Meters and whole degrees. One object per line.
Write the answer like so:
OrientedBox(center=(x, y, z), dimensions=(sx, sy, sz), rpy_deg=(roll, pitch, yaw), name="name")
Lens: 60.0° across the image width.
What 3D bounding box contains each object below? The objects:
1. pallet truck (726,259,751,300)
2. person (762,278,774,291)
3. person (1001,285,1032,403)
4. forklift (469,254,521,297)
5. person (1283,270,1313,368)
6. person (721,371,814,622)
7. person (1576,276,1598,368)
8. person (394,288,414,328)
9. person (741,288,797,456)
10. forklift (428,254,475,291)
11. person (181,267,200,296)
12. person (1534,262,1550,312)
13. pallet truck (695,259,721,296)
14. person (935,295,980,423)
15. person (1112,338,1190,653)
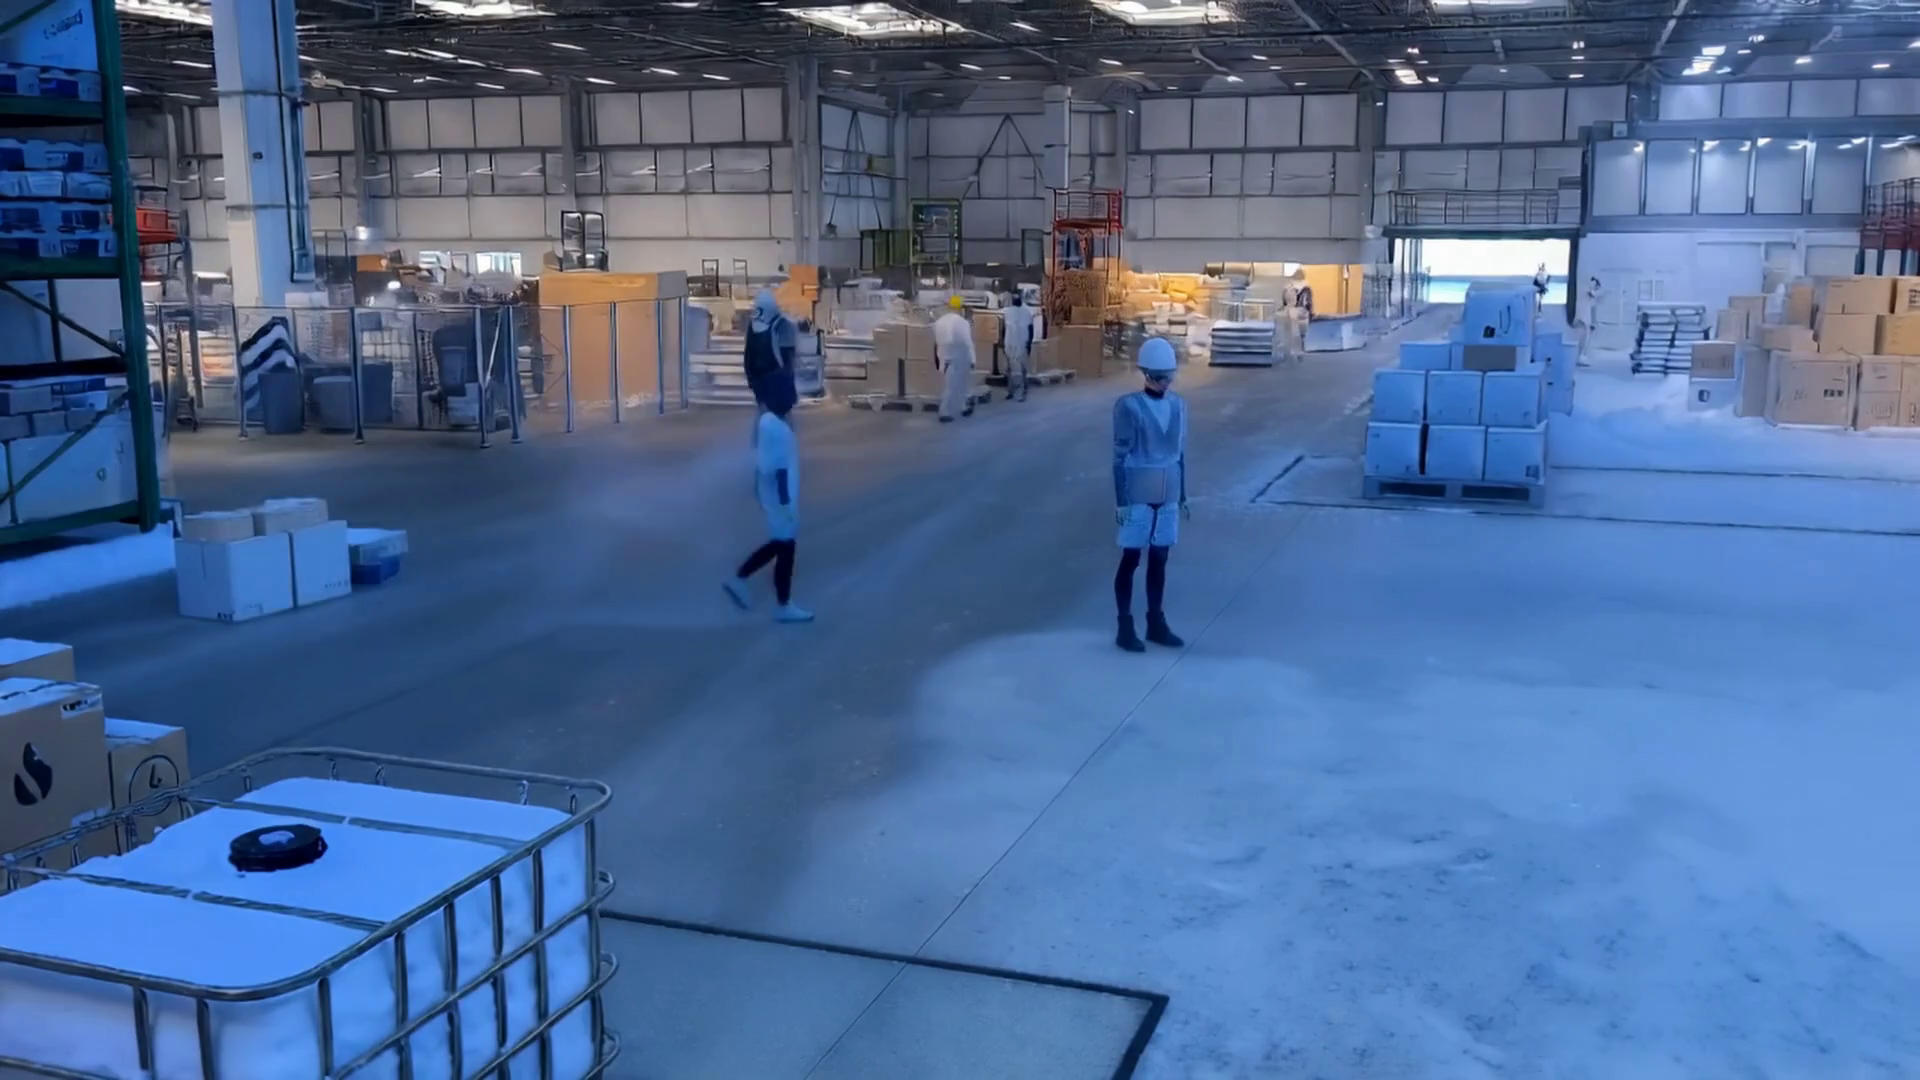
OrientedBox(center=(-7.986, -9.493, 62.019), dimensions=(0.823, 1.965, 1.885), rpy_deg=(3, 11, 17), name="pallet truck")
OrientedBox(center=(-4.294, -5.267, 38.964), dimensions=(0.693, 1.741, 0.538), rpy_deg=(-2, 10, -10), name="person")
OrientedBox(center=(0.906, -3.116, 26.490), dimensions=(0.519, 1.865, 0.331), rpy_deg=(6, 12, 29), name="person")
OrientedBox(center=(-17.990, -10.121, 64.684), dimensions=(1.157, 1.987, 2.680), rpy_deg=(3, 11, 17), name="forklift")
OrientedBox(center=(6.921, -4.529, 34.103), dimensions=(0.623, 1.994, 1.032), rpy_deg=(4, 11, 20), name="person")
OrientedBox(center=(-1.270, -0.275, 10.990), dimensions=(0.505, 1.687, 0.535), rpy_deg=(-3, 10, -16), name="person")
OrientedBox(center=(12.846, -4.445, 33.990), dimensions=(0.329, 1.862, 0.505), rpy_deg=(-2, 10, -9), name="person")
OrientedBox(center=(-10.527, -3.924, 31.542), dimensions=(0.375, 1.686, 0.547), rpy_deg=(4, 11, 20), name="person")
OrientedBox(center=(-2.296, -2.067, 20.079), dimensions=(0.689, 2.000, 0.995), rpy_deg=(9, 13, 40), name="person")
OrientedBox(center=(-20.133, -10.254, 65.465), dimensions=(1.157, 1.987, 2.680), rpy_deg=(3, 11, 19), name="forklift")
OrientedBox(center=(-26.946, -8.709, 58.221), dimensions=(0.599, 1.788, 0.904), rpy_deg=(-3, 10, -15), name="person")
OrientedBox(center=(21.743, -9.435, 62.124), dimensions=(0.583, 1.856, 0.878), rpy_deg=(3, 10, 14), name="person")
OrientedBox(center=(-9.165, -9.627, 62.776), dimensions=(0.823, 1.965, 1.885), rpy_deg=(4, 11, 23), name="pallet truck")
OrientedBox(center=(-0.021, -2.568, 23.626), dimensions=(0.930, 1.782, 0.613), rpy_deg=(-9, 13, -40), name="person")
OrientedBox(center=(1.193, -0.278, 10.291), dimensions=(0.542, 1.939, 0.361), rpy_deg=(-6, 12, -30), name="person")
